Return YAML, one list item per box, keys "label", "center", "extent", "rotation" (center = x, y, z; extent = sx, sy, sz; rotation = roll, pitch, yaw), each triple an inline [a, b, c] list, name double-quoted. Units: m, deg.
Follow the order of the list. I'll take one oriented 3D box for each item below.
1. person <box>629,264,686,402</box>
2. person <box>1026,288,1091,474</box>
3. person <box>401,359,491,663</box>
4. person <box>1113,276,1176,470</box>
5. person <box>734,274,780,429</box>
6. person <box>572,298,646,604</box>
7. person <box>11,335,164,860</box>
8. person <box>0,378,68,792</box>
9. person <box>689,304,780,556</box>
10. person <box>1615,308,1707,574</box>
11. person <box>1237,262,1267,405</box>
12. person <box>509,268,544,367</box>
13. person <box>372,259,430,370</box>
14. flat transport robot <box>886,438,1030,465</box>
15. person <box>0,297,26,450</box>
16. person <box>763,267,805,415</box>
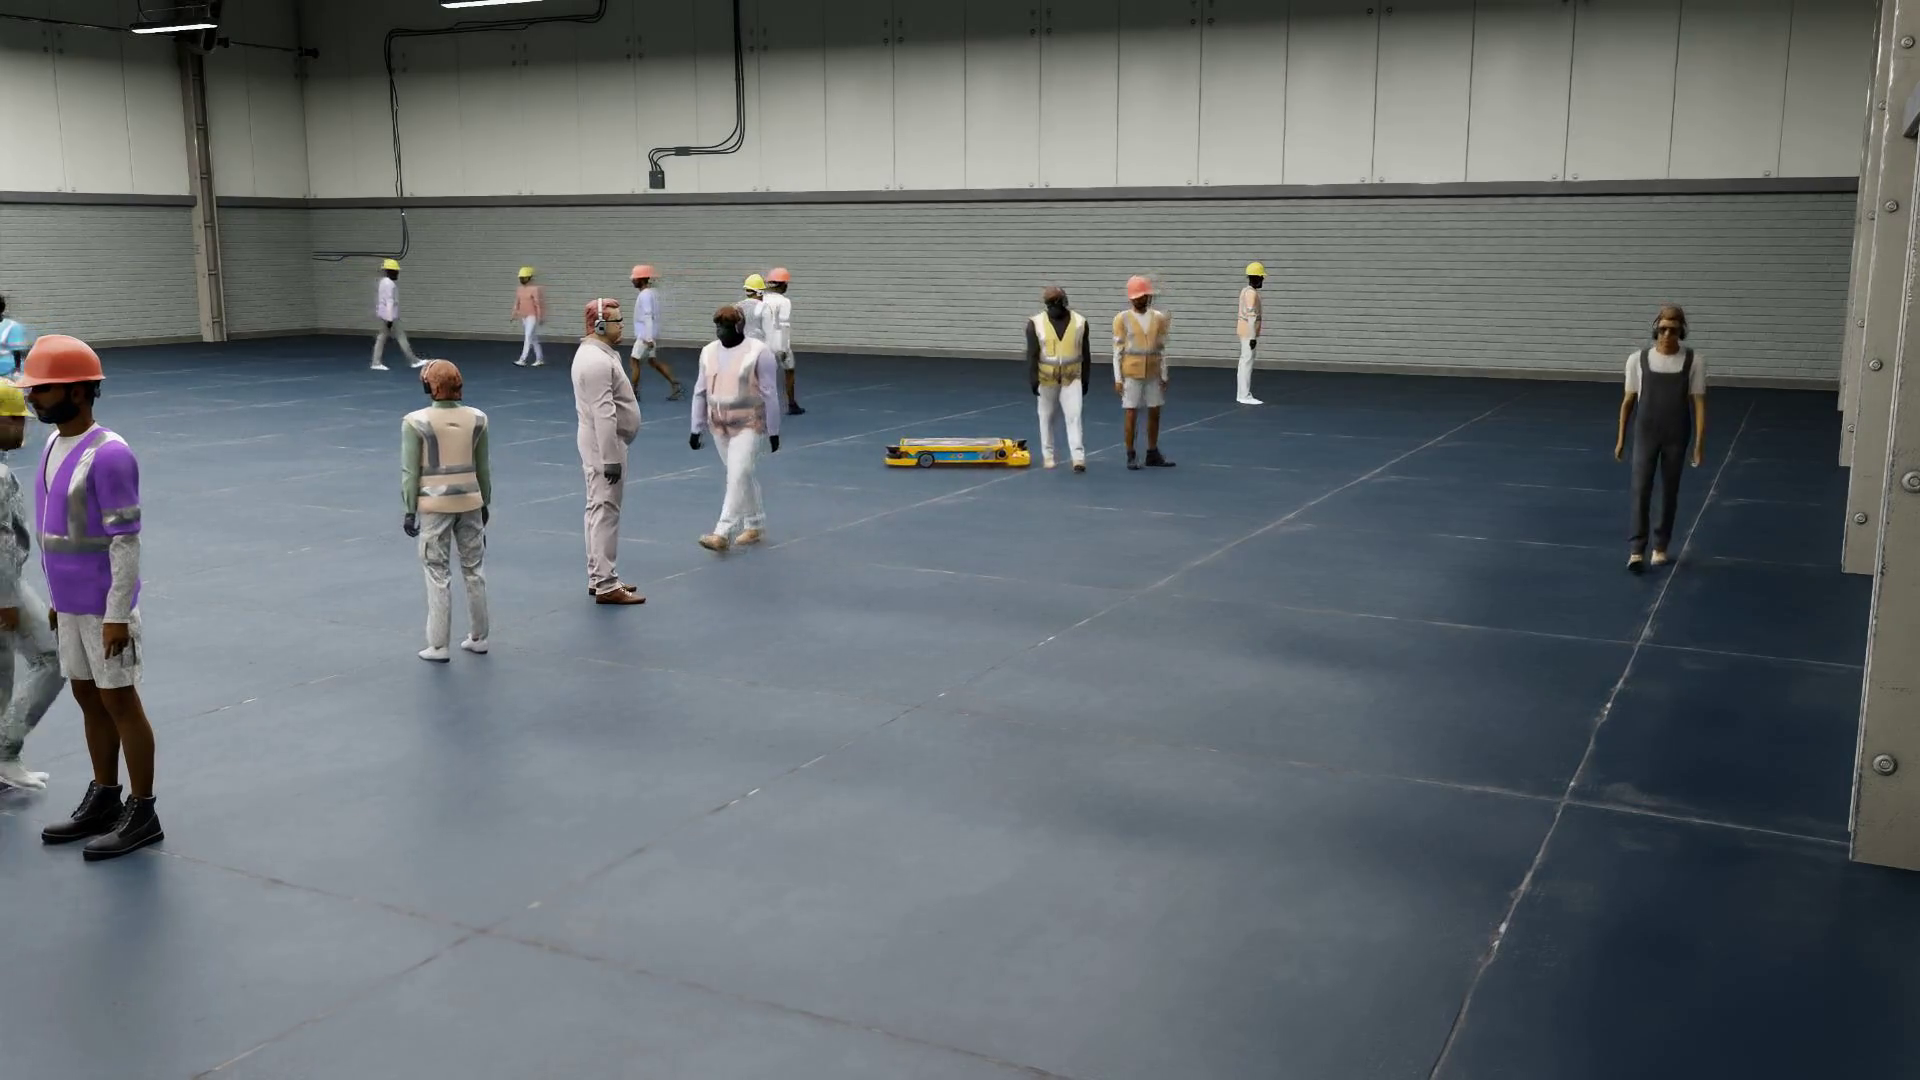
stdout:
- label: "person"
  center: [-4.265, -2.839, 22.914]
  extent: [0.929, 1.908, 0.553]
  rotation: [-1, 10, -8]
- label: "person"
  center: [0.963, -1.540, 16.154]
  extent: [0.630, 1.780, 0.951]
  rotation: [0, 10, -1]
- label: "person"
  center: [-2.763, -0.156, 9.006]
  extent: [0.313, 1.636, 0.516]
  rotation: [10, 14, 43]
- label: "person"
  center: [1.841, -1.622, 16.309]
  extent: [0.725, 1.901, 0.388]
  rotation: [-4, 11, -19]
- label: "person"
  center: [-2.424, -2.233, 19.781]
  extent: [0.586, 1.835, 0.404]
  rotation: [6, 12, 31]
- label: "person"
  center: [-2.202, -0.554, 10.432]
  extent: [0.407, 1.908, 0.641]
  rotation: [-3, 11, -18]
- label: "person"
  center: [-3.238, 0.213, 6.165]
  extent: [0.542, 1.938, 0.357]
  rotation: [8, 13, 36]
- label: "person"
  center: [-3.898, 0.206, 6.785]
  extent: [0.500, 1.724, 0.387]
  rotation: [10, 14, 43]
- label: "person"
  center: [-1.688, -0.802, 12.092]
  extent: [0.651, 1.791, 0.955]
  rotation: [6, 12, 30]
- label: "person"
  center: [4.769, -0.668, 11.332]
  extent: [0.563, 1.798, 0.938]
  rotation: [4, 11, 22]
- label: "person"
  center: [3.977, -2.817, 22.714]
  extent: [0.385, 1.928, 0.589]
  rotation: [1, 10, 3]
- label: "person"
  center: [-7.610, -3.878, 29.066]
  extent: [0.540, 1.724, 0.887]
  rotation: [8, 13, 36]
- label: "person"
  center: [-9.643, -3.838, 28.404]
  extent: [0.975, 1.875, 0.614]
  rotation: [-7, 12, -33]
- label: "flat transport robot"
  center: [-0.027, -0.894, 16.747]
  extent: [1.431, 0.197, 0.652]
  rotation: [0, 10, -2]
- label: "person"
  center: [-10.252, -1.795, 17.788]
  extent: [0.544, 1.679, 0.419]
  rotation: [1, 10, 6]
- label: "person"
  center: [-2.370, -2.492, 21.046]
  extent: [0.562, 1.907, 0.948]
  rotation: [9, 13, 39]
